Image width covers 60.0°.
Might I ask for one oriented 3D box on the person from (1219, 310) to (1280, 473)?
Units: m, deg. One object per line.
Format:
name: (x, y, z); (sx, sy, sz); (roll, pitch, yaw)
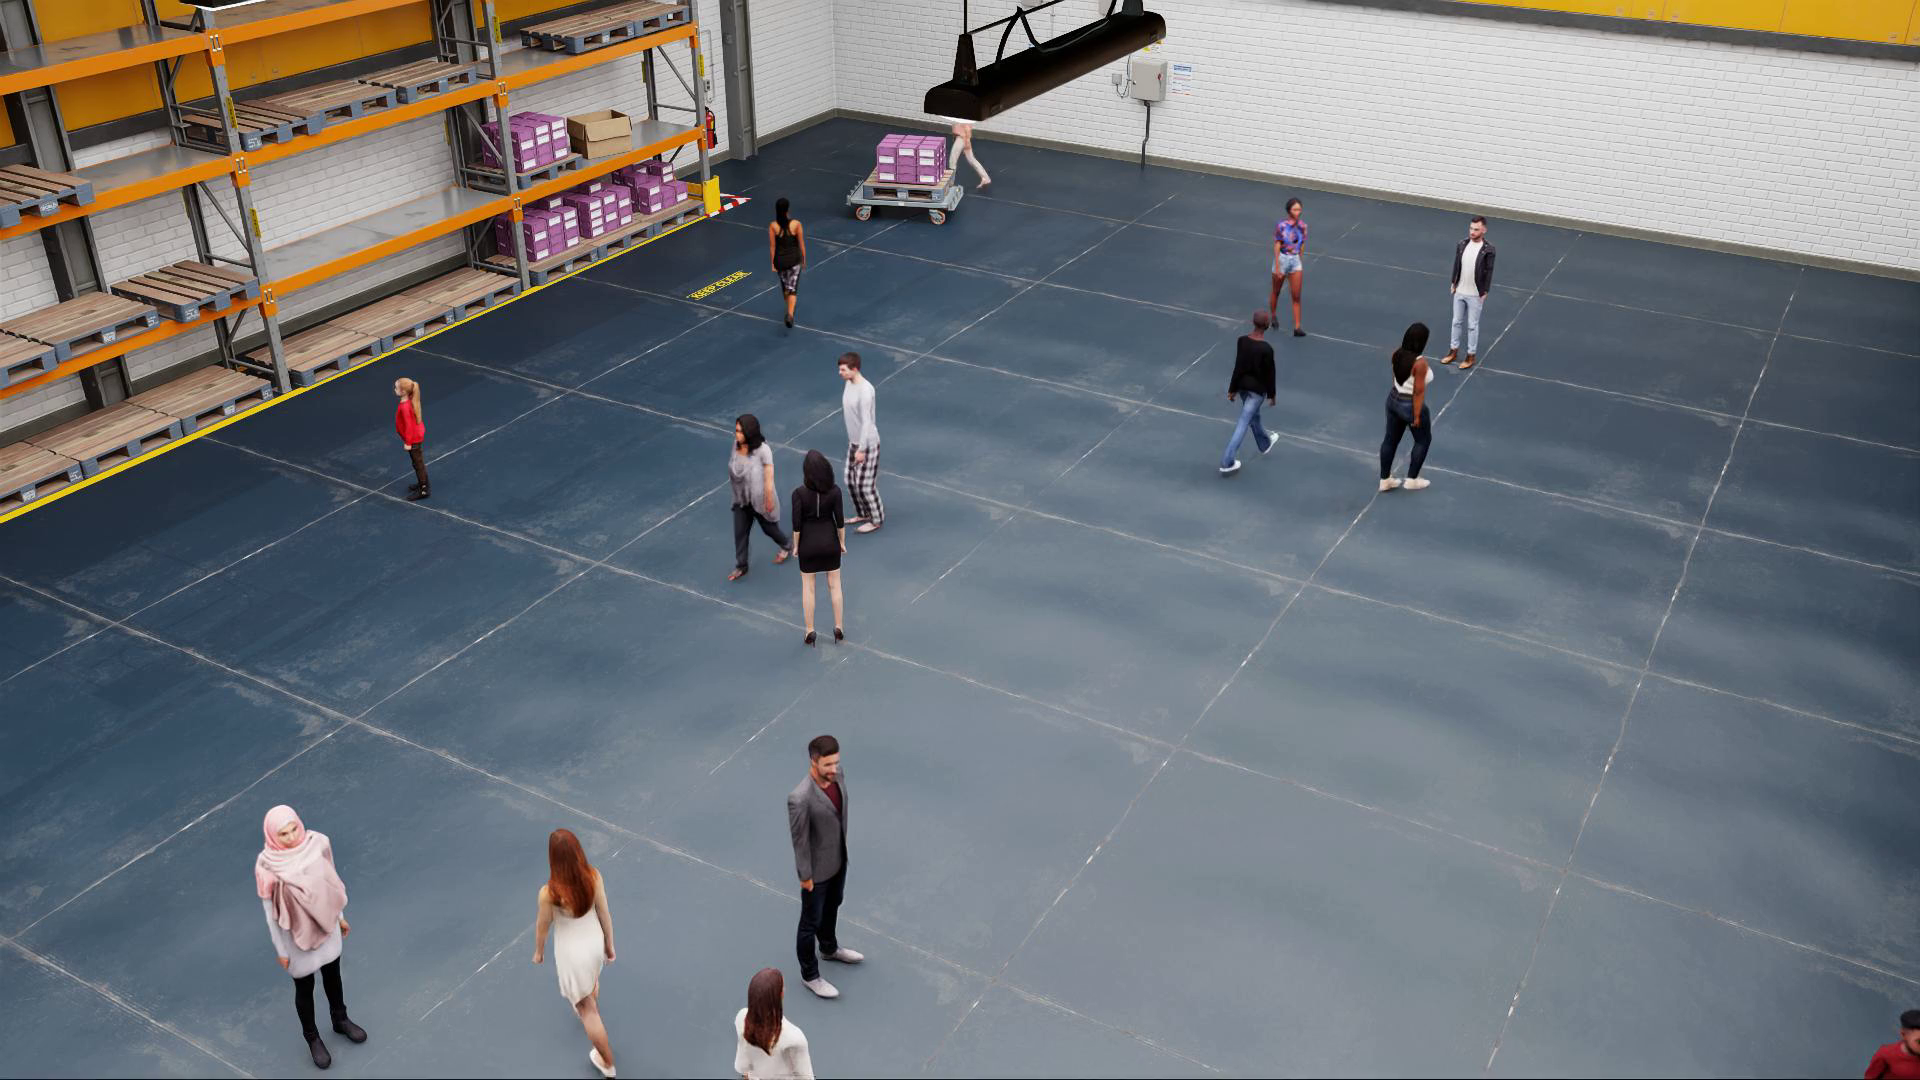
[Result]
person: (2.953, -1.489, 17.145); (1.230, 1.698, 0.876); (-22, 36, -35)

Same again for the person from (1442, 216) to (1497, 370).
person: (6.043, -2.945, 19.676); (0.685, 1.830, 0.617); (23, 36, 36)

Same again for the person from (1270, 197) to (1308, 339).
person: (4.018, -3.405, 20.658); (1.045, 1.696, 1.181); (-4, 29, -7)

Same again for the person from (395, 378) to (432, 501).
person: (-5.516, -1.038, 16.752); (0.647, 1.281, 0.582); (-5, 29, -10)

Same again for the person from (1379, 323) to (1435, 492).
person: (4.402, -1.296, 16.690); (0.897, 1.794, 0.837); (-15, 32, -25)

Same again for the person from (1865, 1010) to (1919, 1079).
person: (5.149, 3.083, 9.231); (0.578, 1.250, 0.594); (3, 29, 6)

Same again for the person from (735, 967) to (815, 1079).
person: (-1.005, 3.025, 8.898); (0.632, 1.670, 1.013); (17, 33, 28)

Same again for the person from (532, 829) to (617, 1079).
person: (-2.207, 2.490, 9.865); (0.945, 1.683, 0.827); (-24, 36, -36)

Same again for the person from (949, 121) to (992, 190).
person: (0.133, -6.249, 25.886); (1.139, 1.683, 1.142); (-5, 29, -8)

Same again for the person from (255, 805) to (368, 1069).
person: (-3.917, 2.351, 9.994); (0.723, 1.803, 0.575); (21, 35, 33)

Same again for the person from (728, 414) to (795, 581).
person: (-1.838, -0.440, 15.338); (0.669, 1.585, 1.007); (18, 33, 29)

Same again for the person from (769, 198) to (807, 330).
person: (-2.154, -3.450, 20.812); (0.933, 1.628, 1.164); (1, 29, 1)

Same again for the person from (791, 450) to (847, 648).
person: (-1.202, 0.083, 14.153); (0.661, 1.803, 0.703); (-5, 29, -10)

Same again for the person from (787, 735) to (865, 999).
person: (-0.874, 2.017, 10.536); (0.743, 1.871, 0.544); (14, 31, 23)

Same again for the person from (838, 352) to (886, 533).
person: (-0.919, -0.946, 16.007); (0.775, 1.833, 0.751); (-14, 32, -24)
